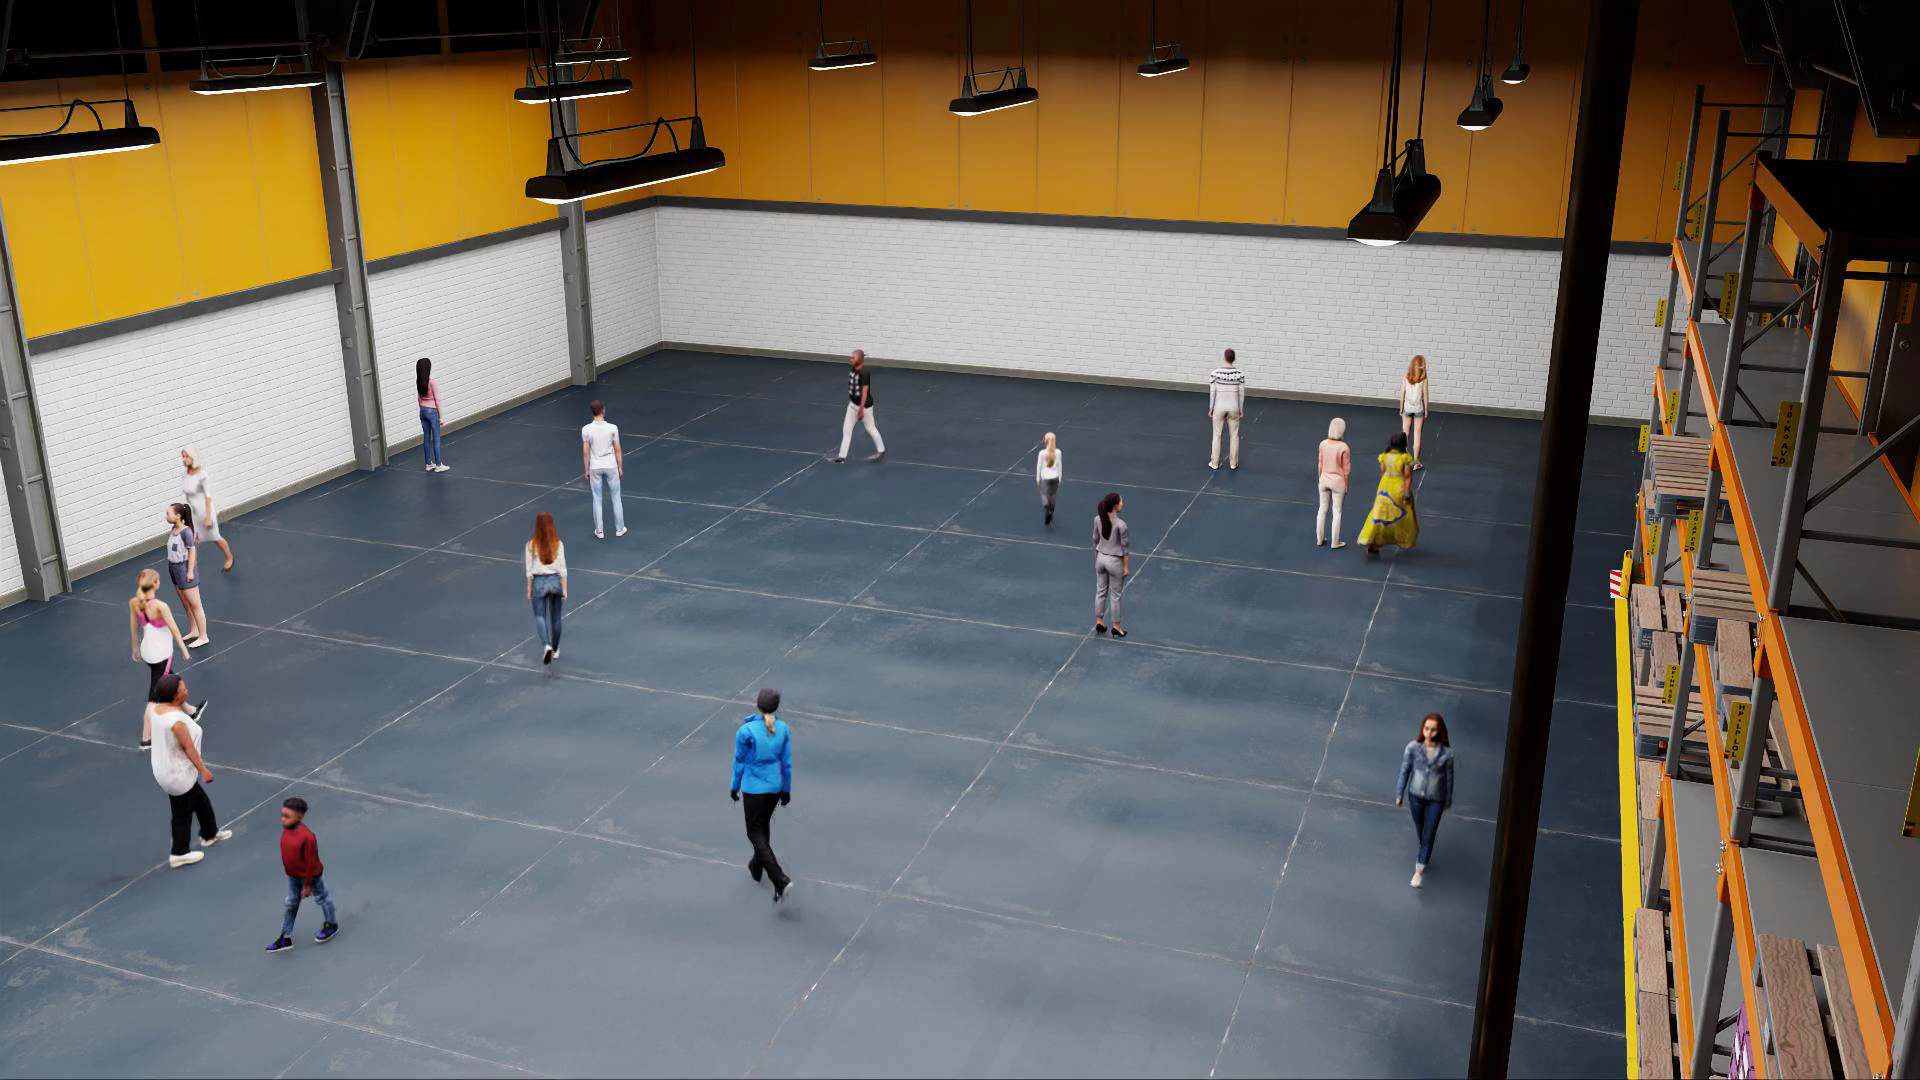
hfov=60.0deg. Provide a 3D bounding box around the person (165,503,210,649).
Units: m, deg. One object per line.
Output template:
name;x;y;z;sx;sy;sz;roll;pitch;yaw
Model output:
person;-8.634;0.372;18.557;0.668;1.650;0.661;18;25;42

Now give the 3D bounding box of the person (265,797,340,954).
person;-4.983;2.533;12.794;0.557;1.231;0.809;9;21;25

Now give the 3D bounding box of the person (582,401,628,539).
person;-4.747;-0.945;22.147;0.734;1.854;0.728;-3;19;-9

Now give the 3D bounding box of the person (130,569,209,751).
person;-7.792;1.182;16.013;0.626;1.738;1.106;6;20;18

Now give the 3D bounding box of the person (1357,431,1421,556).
person;5.532;-0.563;21.382;1.112;1.618;1.436;17;25;42

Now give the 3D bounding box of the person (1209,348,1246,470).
person;4.048;-1.995;25.253;0.746;1.861;0.685;1;19;2

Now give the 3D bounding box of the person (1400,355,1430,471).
person;6.888;-1.939;25.259;0.604;1.752;0.556;10;21;28

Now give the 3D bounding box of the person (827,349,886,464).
person;-1.439;-2.021;25.503;1.304;1.751;1.140;-12;22;-32

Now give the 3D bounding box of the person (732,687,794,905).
person;-1.549;2.070;13.336;1.096;1.763;1.129;-11;22;-30

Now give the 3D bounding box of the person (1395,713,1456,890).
person;3.867;2.100;13.750;0.649;1.442;1.003;9;21;25

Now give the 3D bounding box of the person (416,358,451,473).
person;-8.035;-1.910;25.186;0.589;1.742;0.543;9;21;26

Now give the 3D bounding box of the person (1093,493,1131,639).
person;1.694;0.284;18.774;0.696;1.678;0.694;16;24;38

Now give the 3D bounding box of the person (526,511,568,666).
person;-4.459;0.541;17.953;0.873;1.715;0.995;-5;19;-13

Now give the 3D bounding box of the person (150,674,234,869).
person;-6.570;1.942;13.869;0.941;1.666;0.855;-14;23;-36

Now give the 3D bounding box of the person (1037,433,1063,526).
person;1.235;-0.819;22.697;0.712;1.263;0.859;-3;19;-8

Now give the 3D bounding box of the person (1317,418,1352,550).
person;4.885;-0.755;21.787;0.664;1.724;0.634;14;23;37

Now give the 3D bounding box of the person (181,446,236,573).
person;-9.297;-0.321;20.525;0.596;1.707;1.055;6;20;18
